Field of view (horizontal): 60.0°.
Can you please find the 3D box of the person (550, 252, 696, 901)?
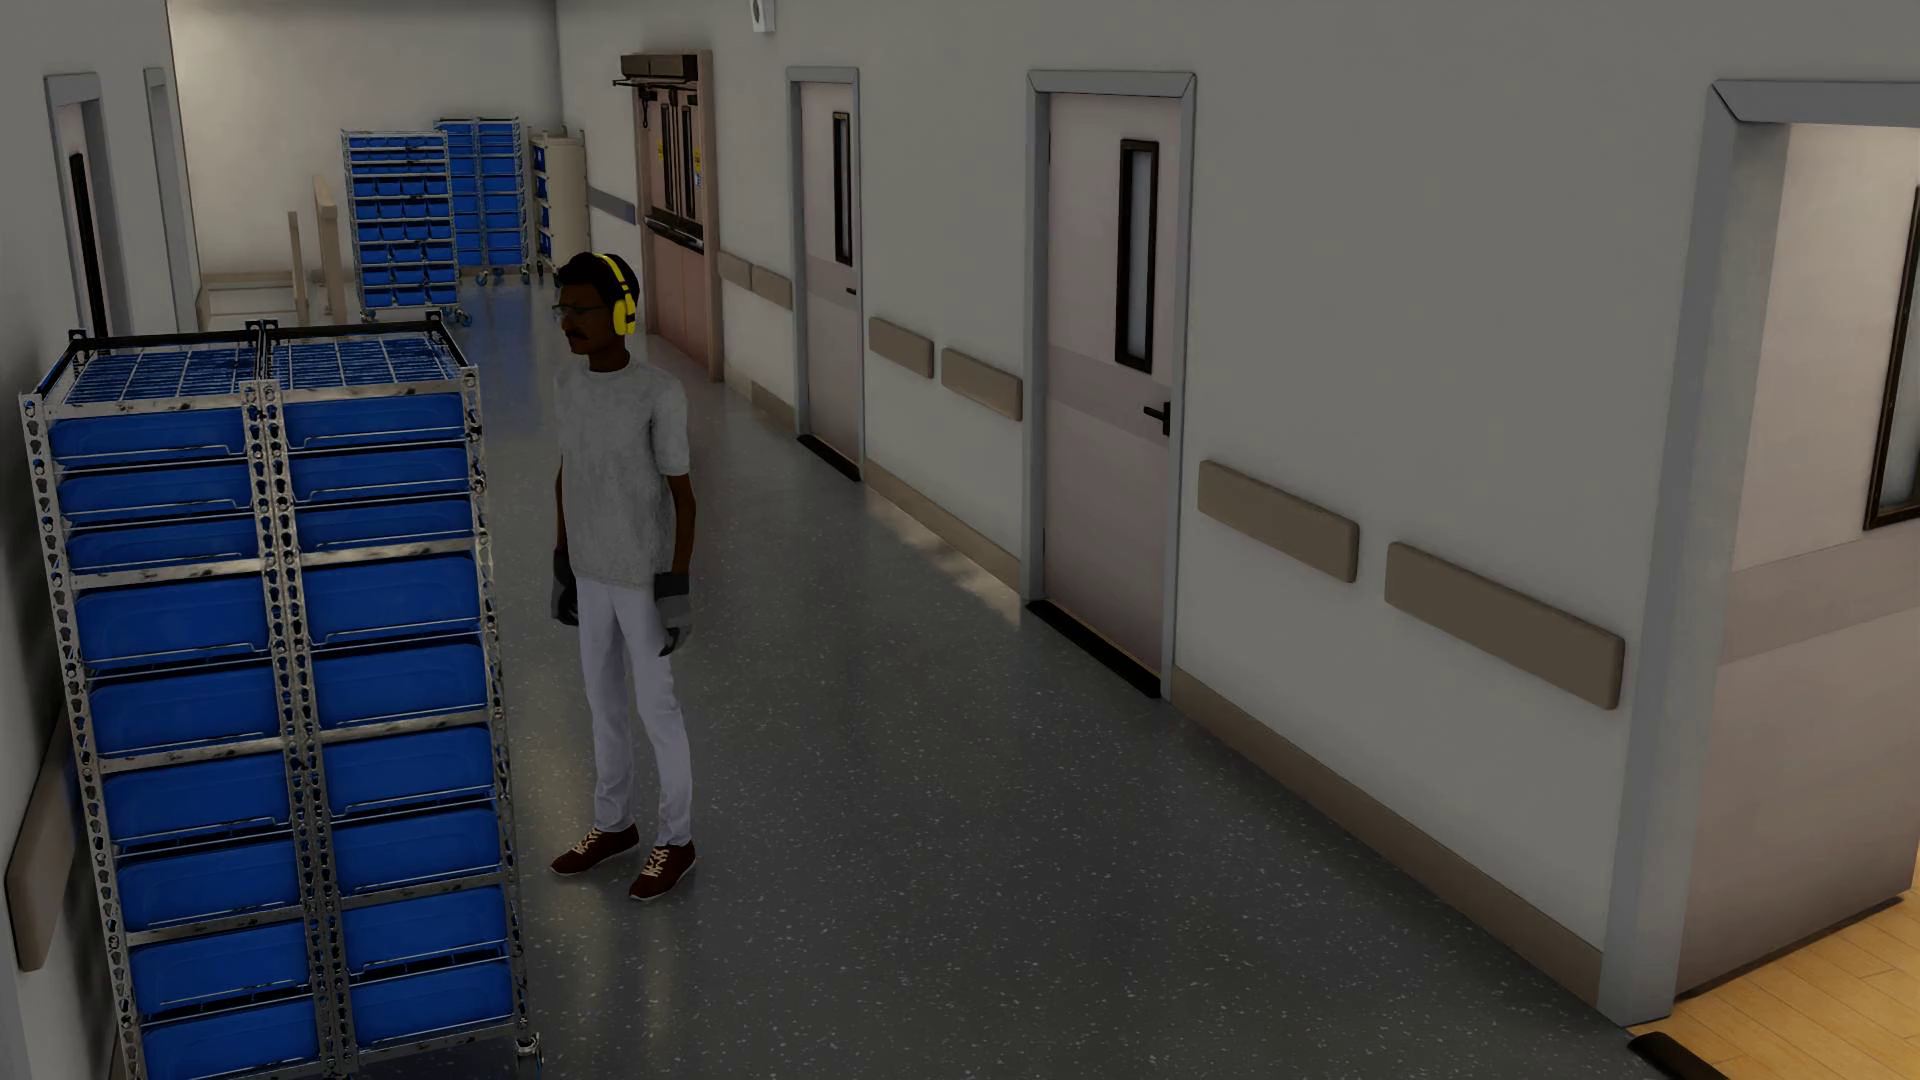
[{"bbox_3d":[-0.985,0.114,4.768,0.531,1.871,0.322,10,19,31],"label":"person"}]
